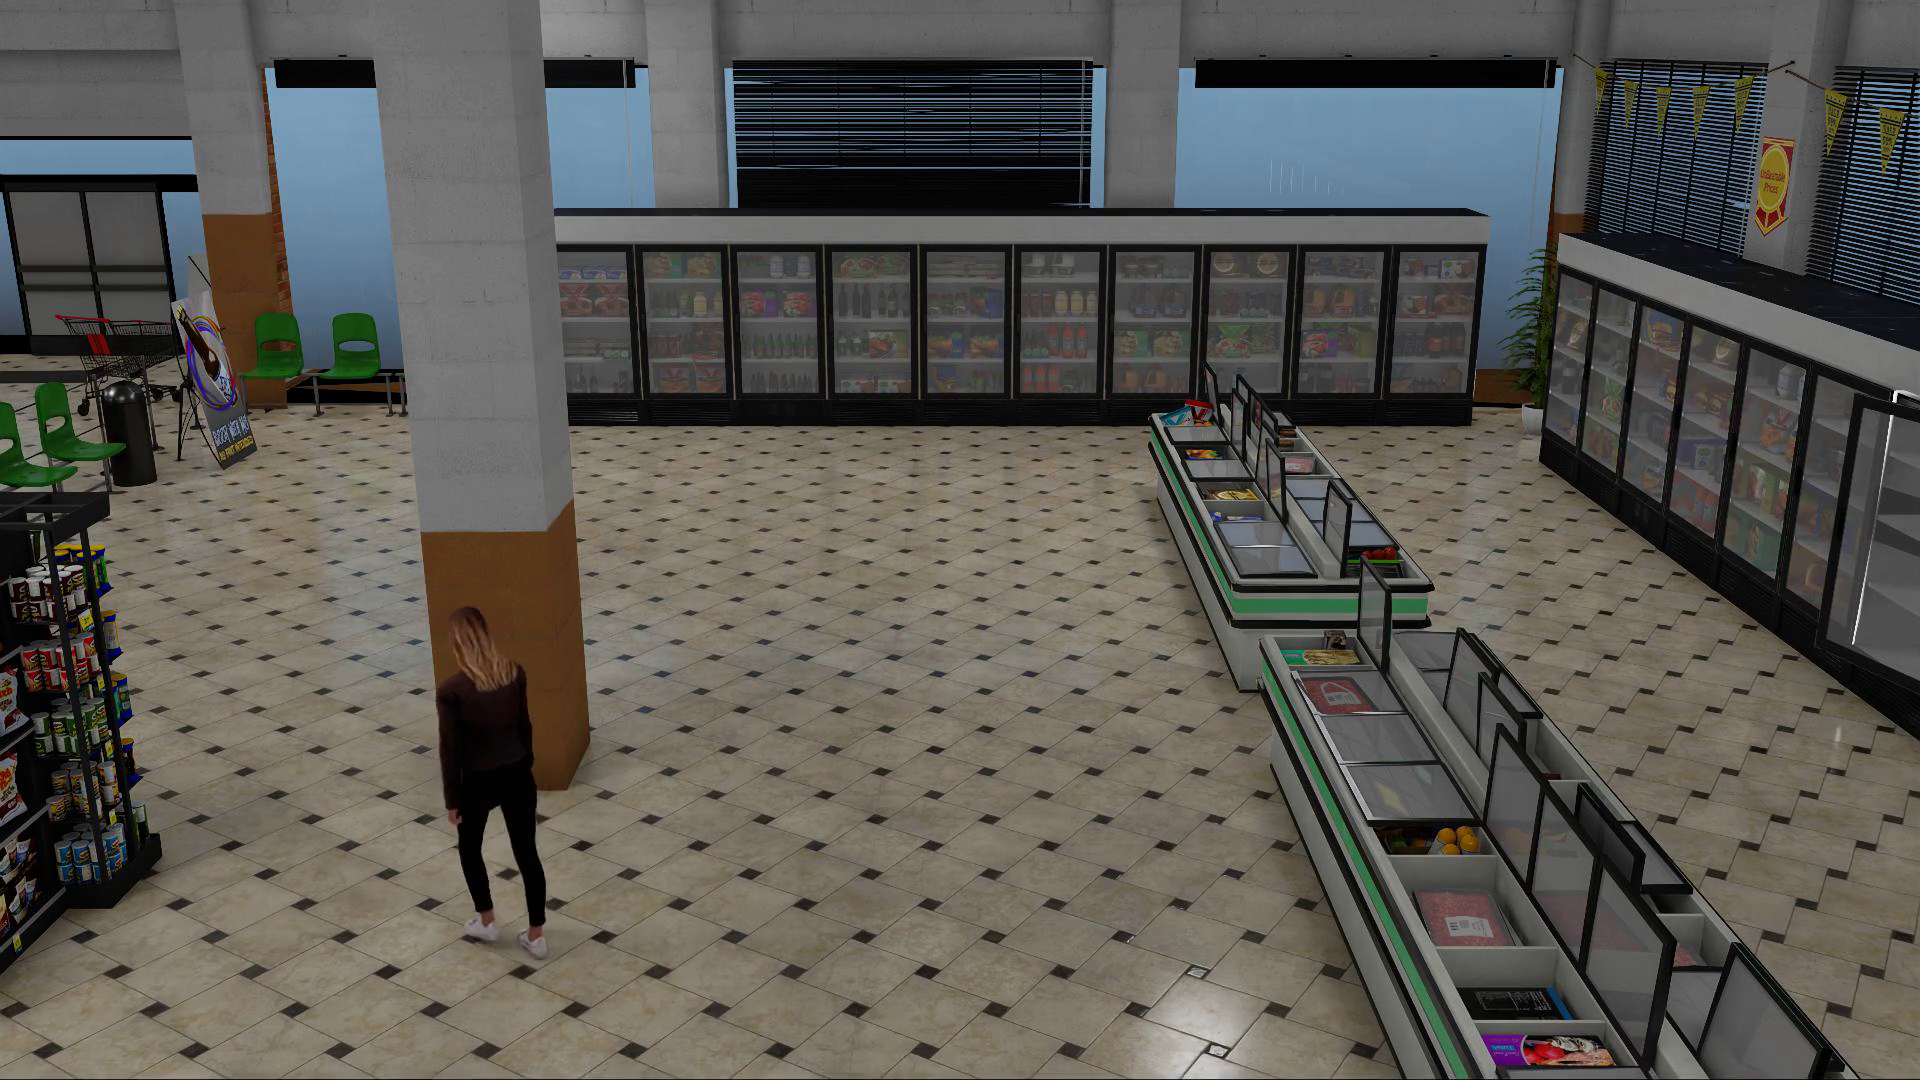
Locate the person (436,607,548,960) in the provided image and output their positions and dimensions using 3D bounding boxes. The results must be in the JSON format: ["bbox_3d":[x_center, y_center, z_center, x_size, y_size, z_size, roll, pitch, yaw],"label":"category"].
[{"bbox_3d":[-2.094,1.156,7.598,0.839,1.678,0.893,-12,21,-34],"label":"person"}]
